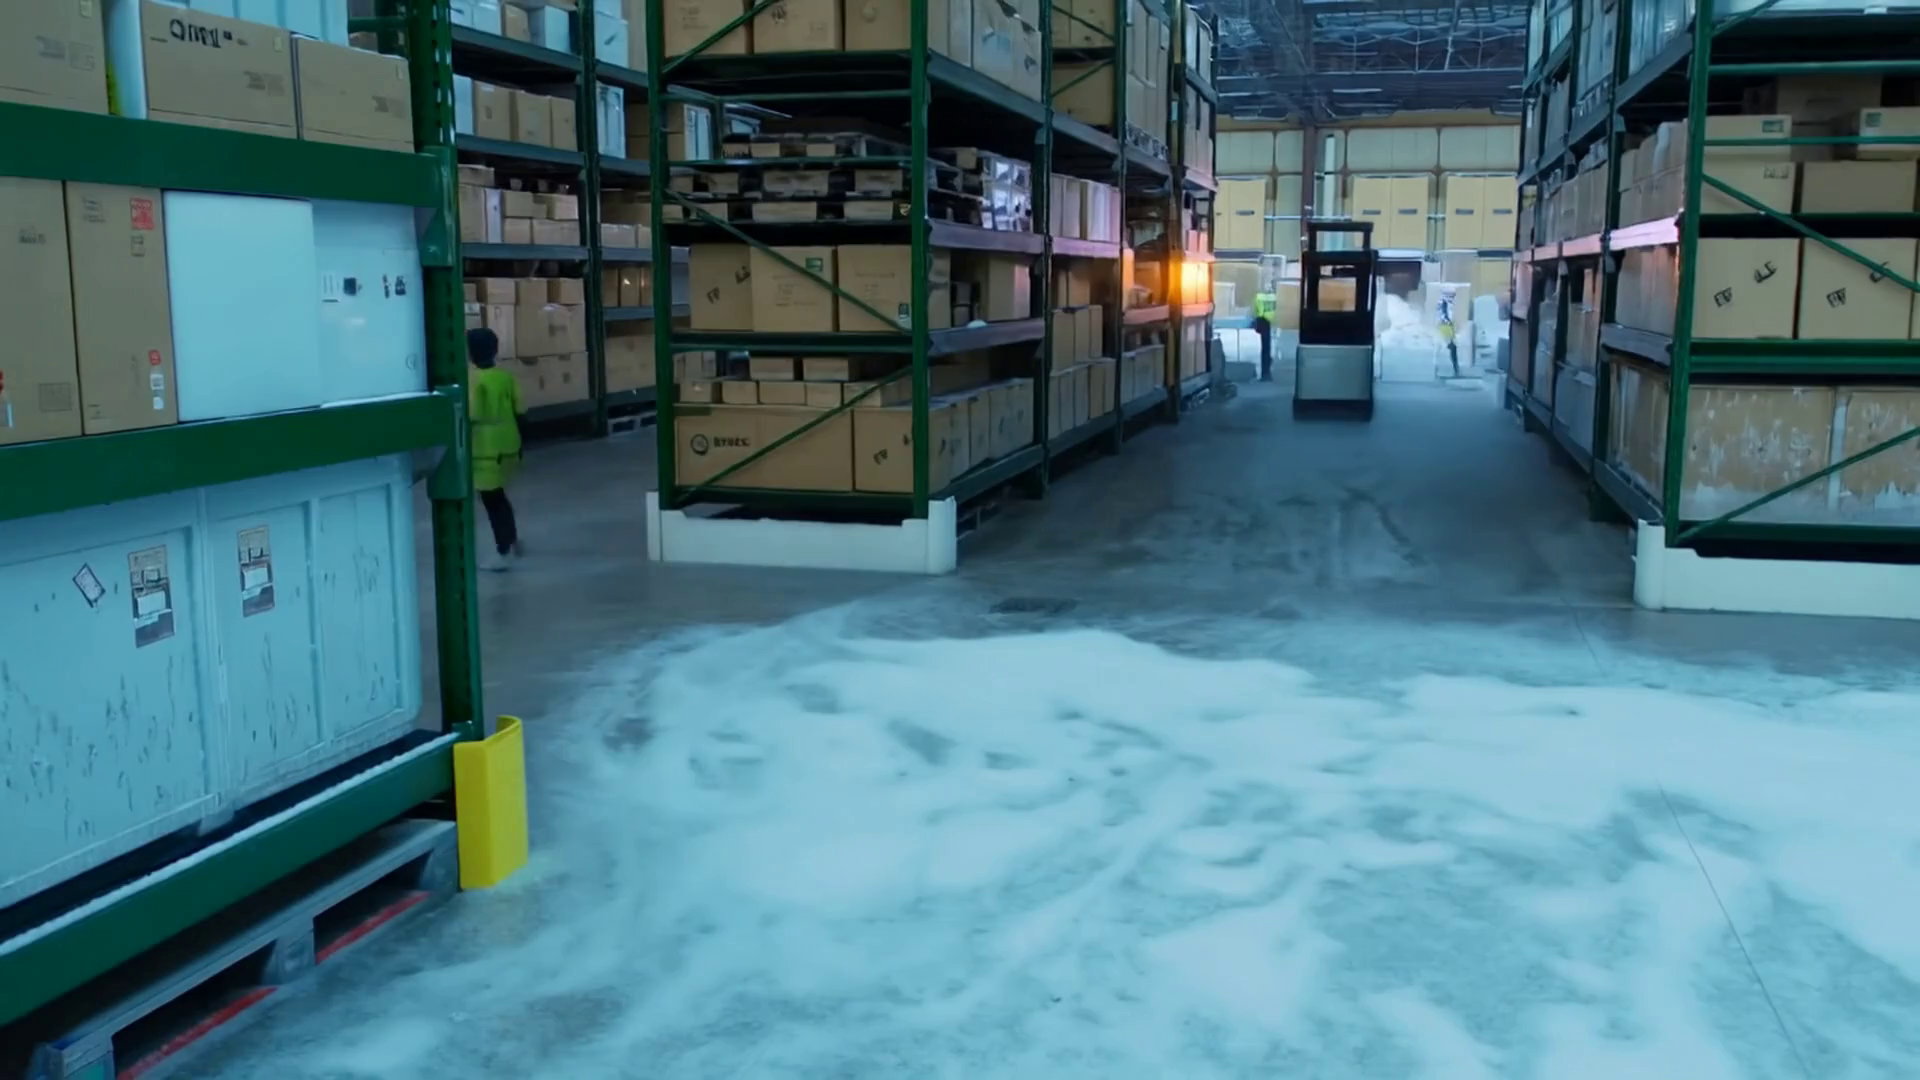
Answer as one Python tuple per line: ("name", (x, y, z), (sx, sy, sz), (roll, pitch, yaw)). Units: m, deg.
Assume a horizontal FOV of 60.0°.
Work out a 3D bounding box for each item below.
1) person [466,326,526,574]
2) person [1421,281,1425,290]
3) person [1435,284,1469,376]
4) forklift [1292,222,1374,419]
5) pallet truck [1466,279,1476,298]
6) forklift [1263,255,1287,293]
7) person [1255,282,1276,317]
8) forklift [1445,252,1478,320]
("person", (-3.202, -0.612, 11.398), (0.417, 1.686, 0.571), (5, 10, 29))
("person", (16.287, -8.130, 58.491), (0.597, 1.913, 0.474), (4, 10, 23))
("person", (10.134, -4.327, 34.375), (0.922, 1.899, 0.566), (8, 12, 40))
("forklift", (5.478, -3.211, 24.173), (1.129, 2.768, 1.873), (2, 9, 15))
("pallet truck", (18.896, -8.459, 60.307), (1.885, 1.965, 0.823), (5, 10, 31))
("forklift", (10.799, -8.409, 57.195), (1.129, 2.768, 1.873), (-9, 12, -44))
("person", (7.900, -5.664, 42.740), (0.637, 1.938, 0.357), (2, 9, 14))
("forklift", (15.464, -7.504, 51.449), (1.129, 2.768, 1.873), (-2, 9, -11))
